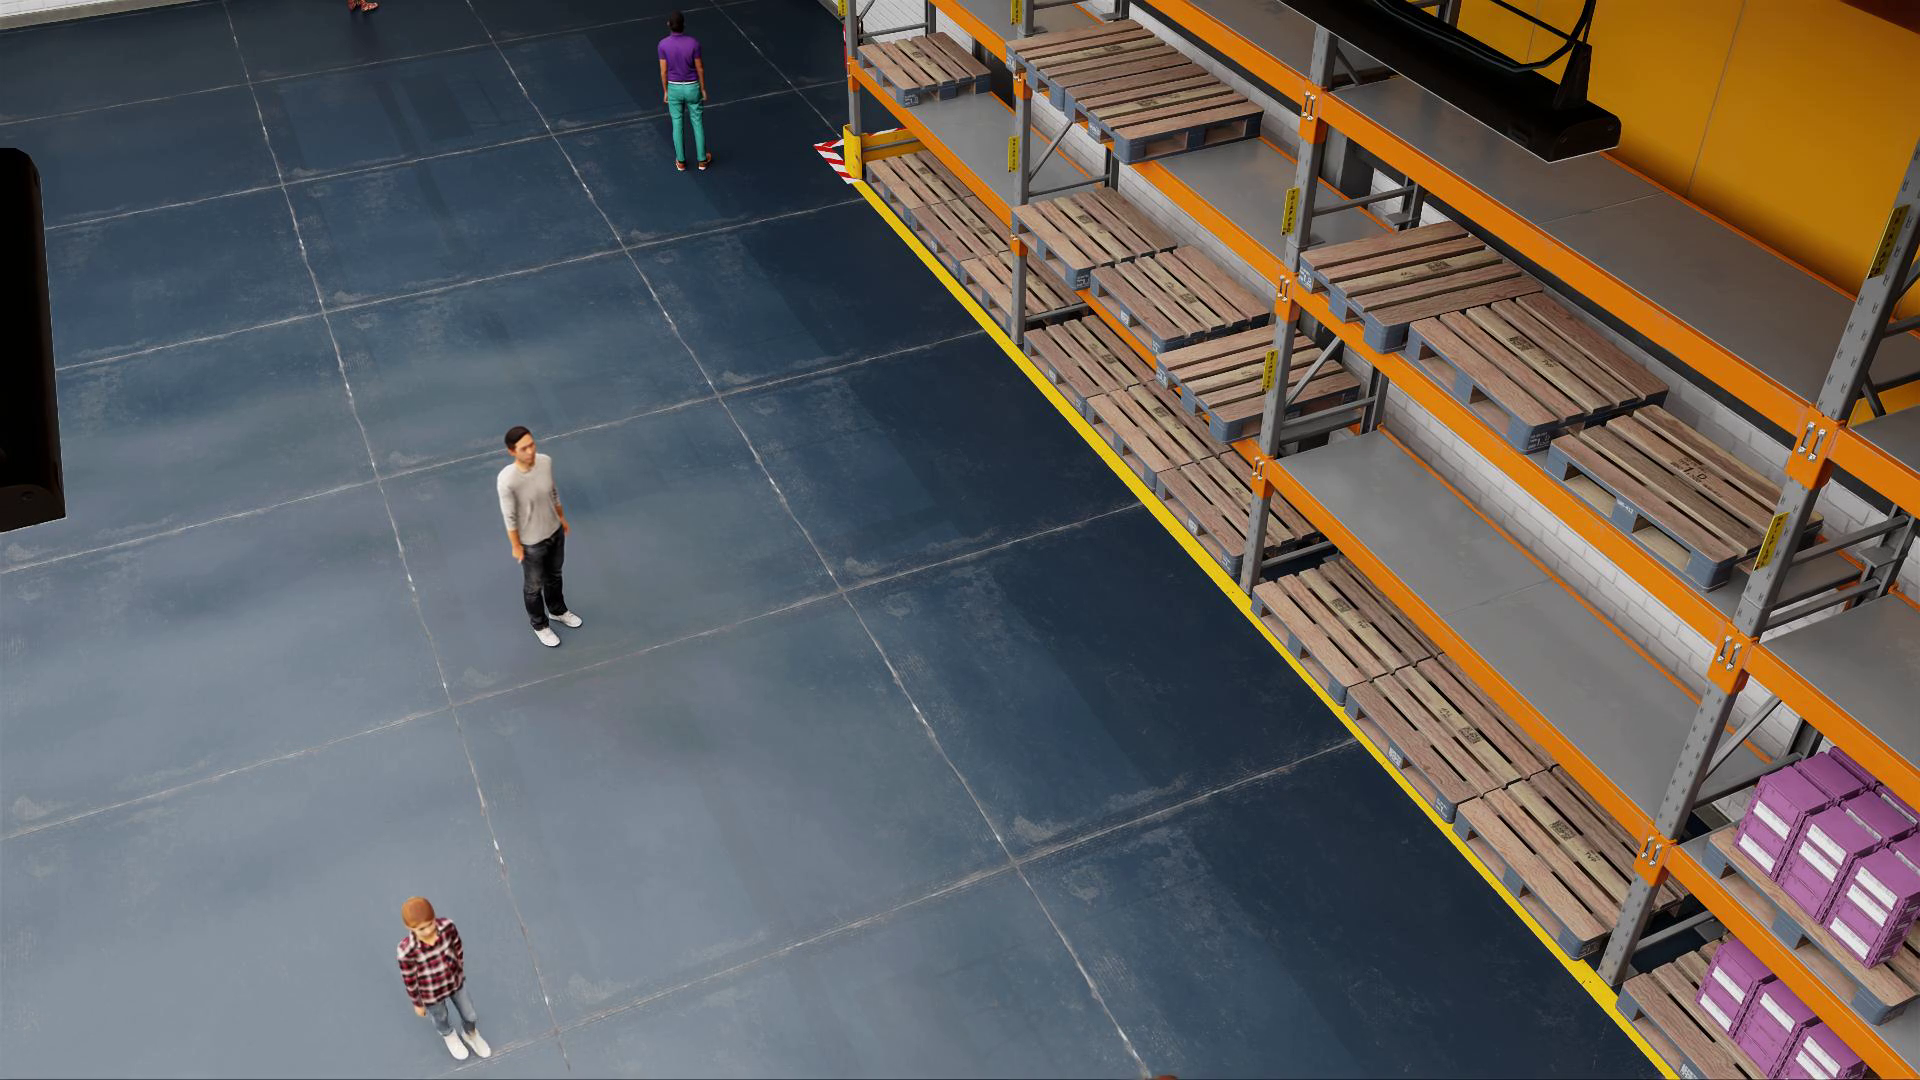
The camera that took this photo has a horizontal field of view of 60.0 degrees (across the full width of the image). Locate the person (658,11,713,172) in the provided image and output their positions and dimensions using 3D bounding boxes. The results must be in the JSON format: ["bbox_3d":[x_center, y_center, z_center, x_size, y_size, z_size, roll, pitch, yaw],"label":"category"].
[{"bbox_3d":[-2.991,-4.877,18.050,0.702,1.768,0.685,-3,39,-4],"label":"person"}]

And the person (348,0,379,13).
[{"bbox_3d":[-8.025,-7.783,21.729,0.640,1.718,0.723,17,42,20],"label":"person"}]

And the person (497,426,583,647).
[{"bbox_3d":[-3.055,-0.059,11.983,0.733,1.812,0.736,23,44,26],"label":"person"}]

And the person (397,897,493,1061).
[{"bbox_3d":[-2.946,2.423,9.288,0.590,1.296,0.619,-27,46,-30],"label":"person"}]
